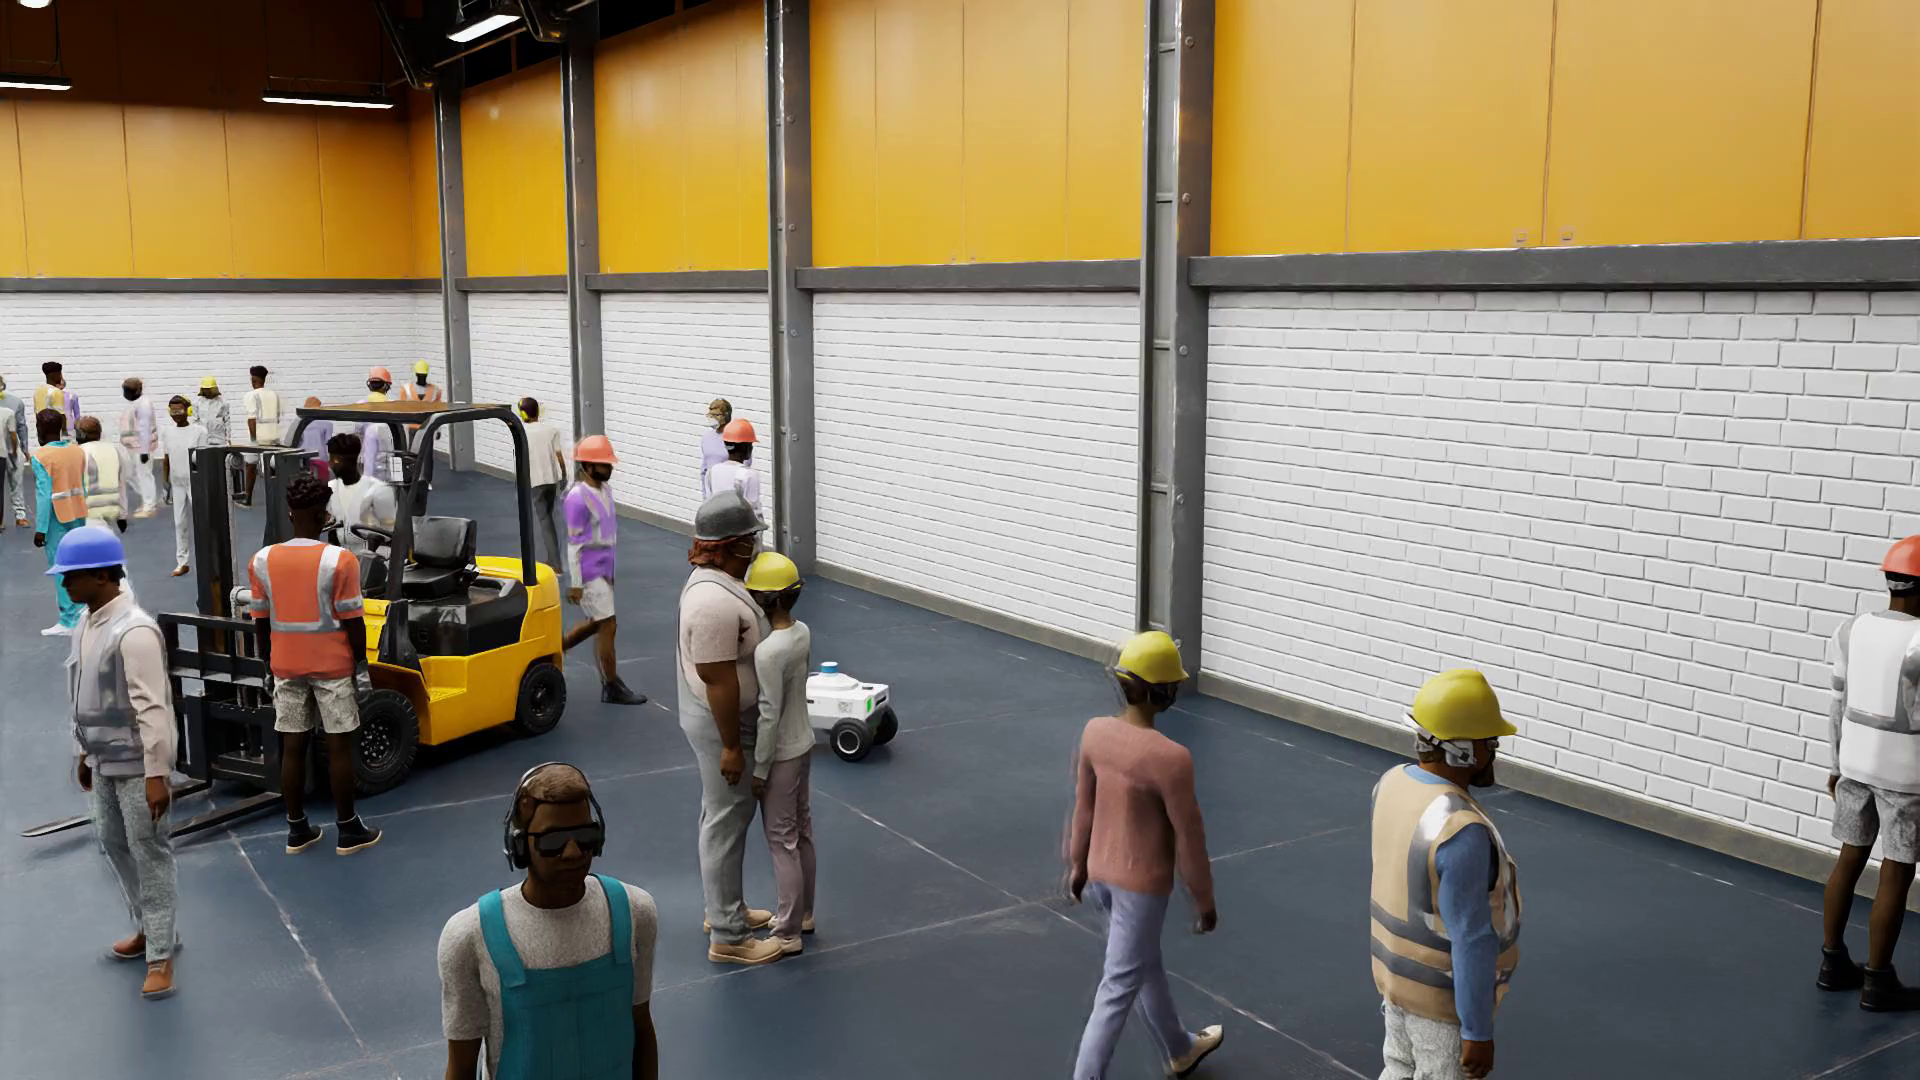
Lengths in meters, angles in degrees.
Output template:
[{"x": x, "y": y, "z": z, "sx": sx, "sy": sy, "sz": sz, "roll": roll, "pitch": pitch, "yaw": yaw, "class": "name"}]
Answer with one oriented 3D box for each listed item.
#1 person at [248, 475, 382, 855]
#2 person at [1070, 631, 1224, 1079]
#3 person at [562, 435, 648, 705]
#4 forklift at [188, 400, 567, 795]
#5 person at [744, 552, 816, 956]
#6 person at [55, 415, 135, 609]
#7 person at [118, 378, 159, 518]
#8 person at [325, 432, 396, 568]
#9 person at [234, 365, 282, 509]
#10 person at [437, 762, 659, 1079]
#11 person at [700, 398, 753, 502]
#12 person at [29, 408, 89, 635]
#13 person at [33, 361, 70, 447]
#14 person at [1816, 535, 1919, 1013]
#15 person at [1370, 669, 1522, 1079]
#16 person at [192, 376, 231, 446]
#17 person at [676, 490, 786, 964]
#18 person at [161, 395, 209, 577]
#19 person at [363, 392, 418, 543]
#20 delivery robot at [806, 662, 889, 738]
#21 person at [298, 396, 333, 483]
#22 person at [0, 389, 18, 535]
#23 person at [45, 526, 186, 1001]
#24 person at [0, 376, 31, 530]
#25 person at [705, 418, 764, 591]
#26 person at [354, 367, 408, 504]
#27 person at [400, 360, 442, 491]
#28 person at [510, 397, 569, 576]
[{"x": -3.301, "y": 0.646, "z": 8.526, "sx": 0.602, "sy": 1.958, "sz": 0.369, "roll": 1, "pitch": 9, "yaw": 7, "class": "person"}, {"x": 0.670, "y": 1.171, "z": 5.788, "sx": 0.880, "sy": 1.723, "sz": 0.548, "roll": -5, "pitch": 10, "yaw": -32, "class": "person"}, {"x": -2.638, "y": 0.206, "z": 11.678, "sx": 0.843, "sy": 1.911, "sz": 0.548, "roll": 2, "pitch": 9, "yaw": 13, "class": "person"}, {"x": -3.529, "y": 0.258, "z": 10.348, "sx": 1.214, "sy": 2.155, "sz": 2.313, "roll": 4, "pitch": 9, "yaw": 25, "class": "forklift"}, {"x": -0.797, "y": 0.929, "z": 7.266, "sx": 0.308, "sy": 1.769, "sz": 0.524, "roll": 2, "pitch": 9, "yaw": 11, "class": "person"}, {"x": -7.805, "y": -0.224, "z": 14.952, "sx": 0.964, "sy": 1.797, "sz": 0.620, "roll": 2, "pitch": 9, "yaw": 10, "class": "person"}, {"x": -10.487, "y": -1.167, "z": 21.258, "sx": 0.664, "sy": 1.815, "sz": 0.458, "roll": 8, "pitch": 12, "yaw": 44, "class": "person"}, {"x": -4.289, "y": 0.150, "z": 12.107, "sx": 0.623, "sy": 1.907, "sz": 0.858, "roll": 5, "pitch": 10, "yaw": 30, "class": "person"}, {"x": -9.349, "y": -1.364, "z": 22.150, "sx": 0.863, "sy": 1.923, "sz": 0.624, "roll": 4, "pitch": 9, "yaw": 25, "class": "person"}, {"x": -0.902, "y": 1.406, "z": 3.782, "sx": 0.506, "sy": 1.847, "sz": 0.345, "roll": -6, "pitch": 10, "yaw": -34, "class": "person"}, {"x": -2.154, "y": -0.347, "z": 15.337, "sx": 0.625, "sy": 1.931, "sz": 0.378, "roll": 7, "pitch": 11, "yaw": 39, "class": "person"}, {"x": -7.575, "y": -0.153, "z": 14.047, "sx": 0.372, "sy": 1.916, "sz": 0.597, "roll": 1, "pitch": 8, "yaw": 7, "class": "person"}, {"x": -12.364, "y": -1.462, "z": 22.702, "sx": 0.610, "sy": 1.964, "sz": 0.366, "roll": 6, "pitch": 10, "yaw": 33, "class": "person"}, {"x": 3.786, "y": 0.934, "z": 6.742, "sx": 0.418, "sy": 1.920, "sz": 0.546, "roll": -3, "pitch": 9, "yaw": -20, "class": "person"}, {"x": 1.384, "y": 1.267, "z": 4.762, "sx": 0.404, "sy": 1.833, "sz": 0.592, "roll": -1, "pitch": 9, "yaw": -9, "class": "person"}, {"x": -10.377, "y": -1.407, "z": 23.091, "sx": 0.489, "sy": 1.741, "sz": 0.321, "roll": -4, "pitch": 9, "yaw": -24, "class": "person"}, {"x": -0.956, "y": 0.794, "z": 7.252, "sx": 0.539, "sy": 2.000, "sz": 0.688, "roll": -1, "pitch": 9, "yaw": -10, "class": "person"}, {"x": -7.855, "y": -0.547, "z": 16.909, "sx": 0.512, "sy": 1.862, "sz": 0.322, "roll": 1, "pitch": 8, "yaw": 4, "class": "person"}, {"x": -6.302, "y": -0.715, "z": 18.171, "sx": 0.617, "sy": 1.813, "sz": 0.623, "roll": 2, "pitch": 9, "yaw": 16, "class": "person"}, {"x": -0.819, "y": 1.012, "z": 10.454, "sx": 0.707, "sy": 0.478, "sz": 0.477, "roll": 3, "pitch": 9, "yaw": 19, "class": "delivery robot"}, {"x": -8.111, "y": -1.002, "z": 20.854, "sx": 0.505, "sy": 1.601, "sz": 0.801, "roll": -1, "pitch": 8, "yaw": -7, "class": "person"}, {"x": -11.618, "y": -0.988, "z": 19.989, "sx": 0.500, "sy": 1.811, "sz": 0.963, "roll": -4, "pitch": 9, "yaw": -23, "class": "person"}, {"x": -3.416, "y": 0.906, "z": 6.849, "sx": 0.736, "sy": 1.943, "sz": 0.478, "roll": 7, "pitch": 11, "yaw": 39, "class": "person"}, {"x": -11.695, "y": -1.079, "z": 20.280, "sx": 0.391, "sy": 1.927, "sz": 0.638, "roll": 8, "pitch": 11, "yaw": 42, "class": "person"}, {"x": -1.679, "y": 0.045, "z": 12.645, "sx": 0.549, "sy": 1.936, "sz": 0.377, "roll": 7, "pitch": 11, "yaw": 39, "class": "person"}, {"x": -6.628, "y": -0.968, "z": 19.129, "sx": 0.607, "sy": 2.041, "sz": 0.377, "roll": 0, "pitch": 8, "yaw": 3, "class": "person"}, {"x": -7.880, "y": -1.678, "z": 24.332, "sx": 0.624, "sy": 1.911, "sz": 0.550, "roll": -3, "pitch": 9, "yaw": -19, "class": "person"}, {"x": -4.323, "y": -0.551, "z": 17.059, "sx": 0.515, "sy": 1.818, "sz": 0.710, "roll": -6, "pitch": 10, "yaw": -34, "class": "person"}]
